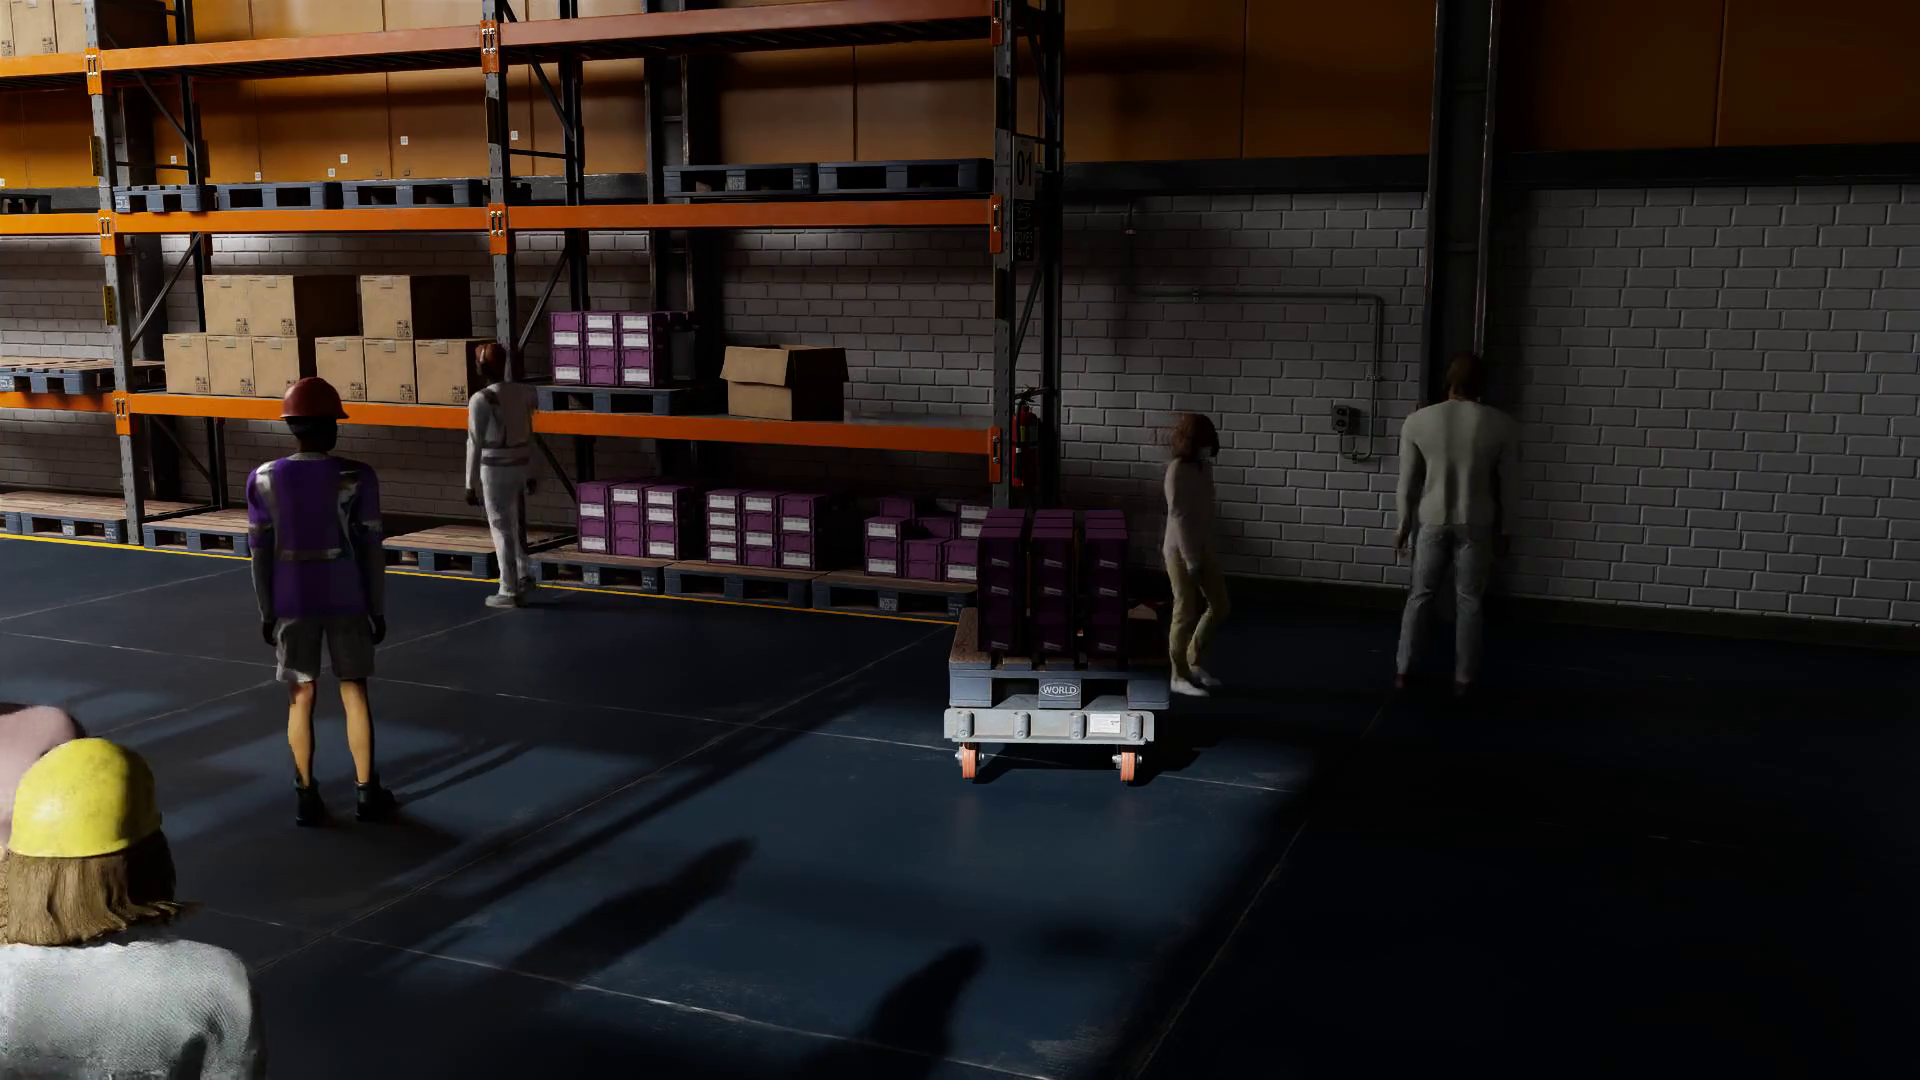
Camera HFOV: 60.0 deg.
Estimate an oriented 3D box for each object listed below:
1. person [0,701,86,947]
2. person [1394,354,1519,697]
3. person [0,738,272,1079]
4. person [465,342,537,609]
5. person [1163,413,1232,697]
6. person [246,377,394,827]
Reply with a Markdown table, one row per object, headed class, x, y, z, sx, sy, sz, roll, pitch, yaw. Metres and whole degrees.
| class | x | y | z | sx | sy | sz | roll | pitch | yaw |
| --- | --- | --- | --- | --- | --- | --- | --- | --- | --- |
| person | -2.149 | 0.955 | 3.670 | 0.557 | 1.722 | 0.634 | -4 | 10 | -23 |
| person | 2.768 | -0.076 | 9.327 | 0.641 | 1.930 | 0.452 | 3 | 10 | 18 |
| person | -1.281 | 1.164 | 2.495 | 0.504 | 1.720 | 0.743 | -1 | 10 | -8 |
| person | -3.225 | -0.442 | 11.623 | 0.417 | 1.870 | 0.613 | 4 | 10 | 23 |
| person | 1.295 | 0.096 | 9.209 | 0.370 | 1.609 | 0.522 | 7 | 12 | 37 |
| person | -2.752 | 0.270 | 7.176 | 0.547 | 1.934 | 0.376 | -2 | 10 | -9 |
